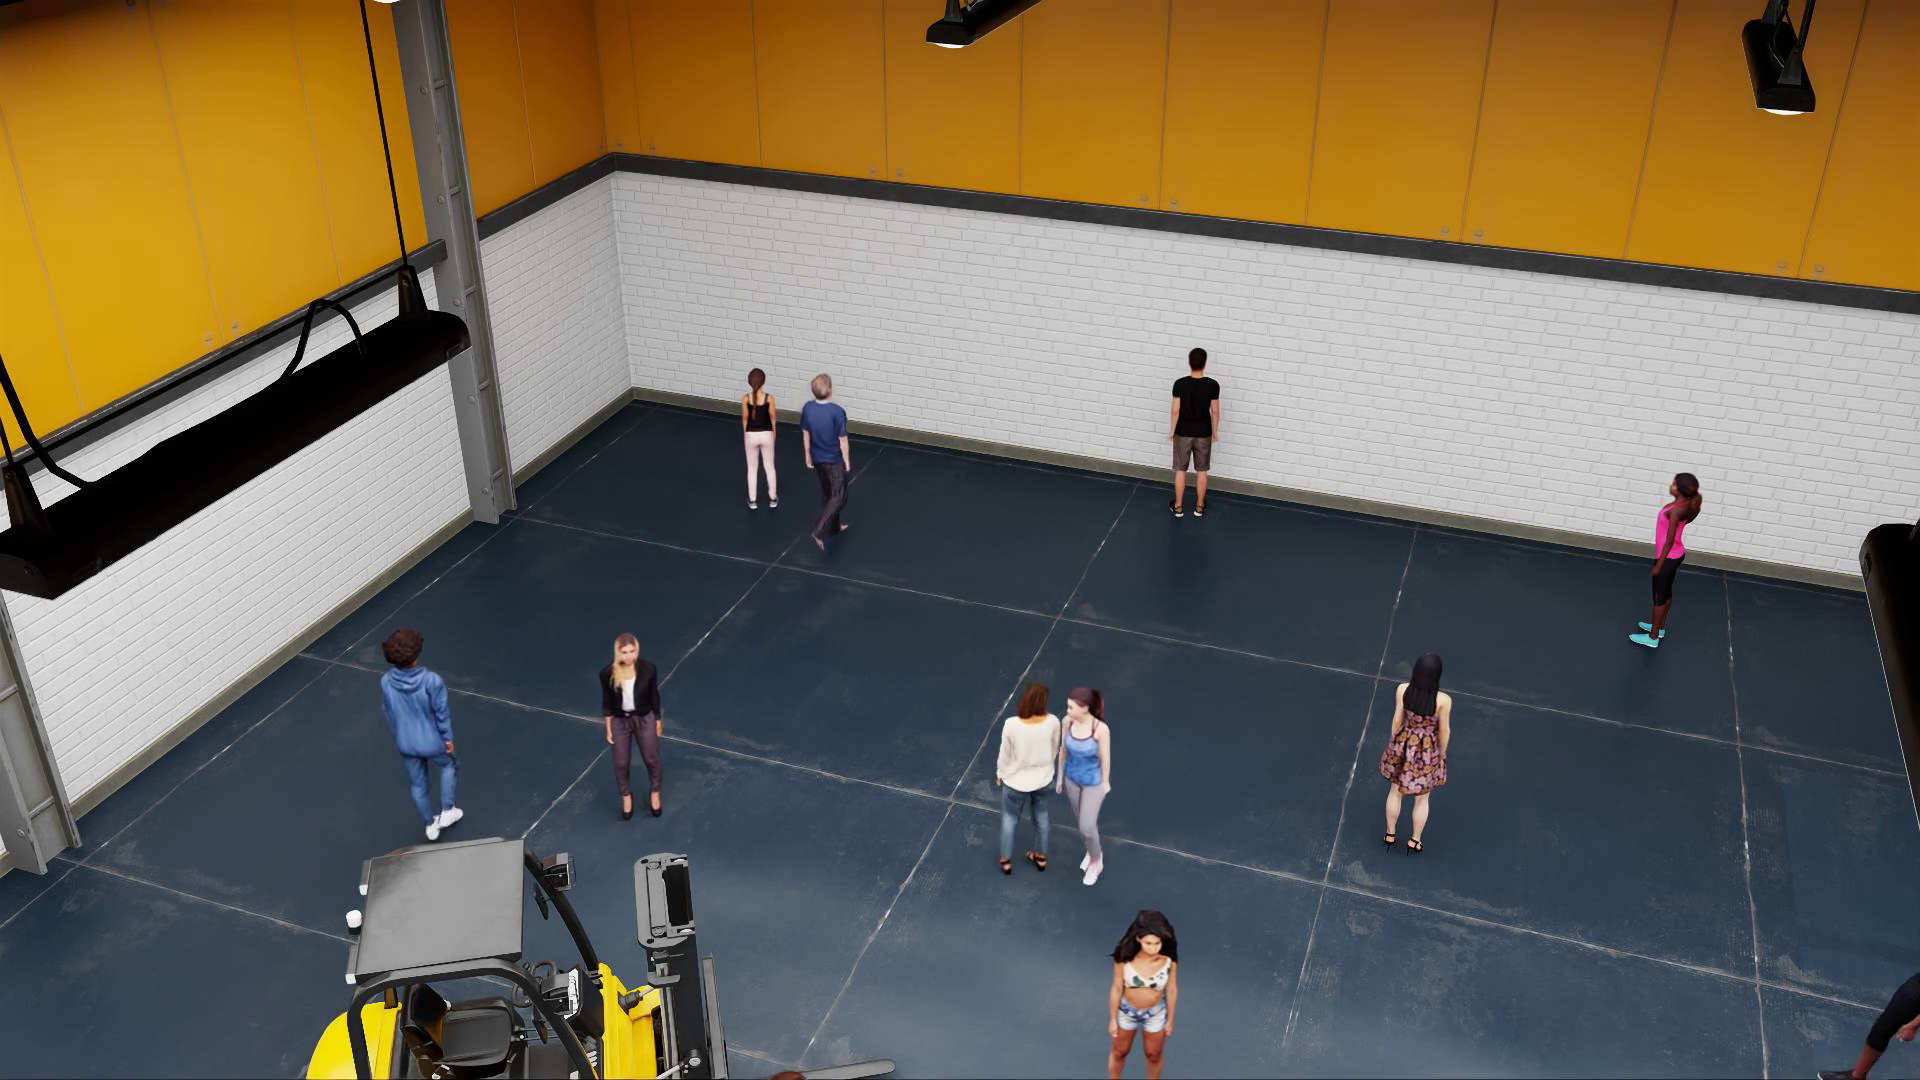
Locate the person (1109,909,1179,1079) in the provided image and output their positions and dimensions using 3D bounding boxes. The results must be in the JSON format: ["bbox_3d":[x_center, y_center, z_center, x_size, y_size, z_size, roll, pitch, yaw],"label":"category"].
[{"bbox_3d":[1.110,2.903,10.178,0.631,1.621,0.647,2,29,3],"label":"person"}]

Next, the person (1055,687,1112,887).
[{"bbox_3d":[0.962,1.751,12.323,0.702,1.588,0.737,21,35,33],"label":"person"}]

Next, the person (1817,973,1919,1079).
[{"bbox_3d":[6.034,2.858,10.136,0.772,1.740,0.917,3,29,6],"label":"person"}]

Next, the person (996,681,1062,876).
[{"bbox_3d":[0.545,1.764,12.211,0.734,1.672,0.751,-8,30,-14],"label":"person"}]

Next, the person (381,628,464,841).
[{"bbox_3d":[-4.084,1.520,12.529,0.772,1.796,0.746,1,29,2],"label":"person"}]

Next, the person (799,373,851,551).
[{"bbox_3d":[-1.348,-0.756,16.642,0.771,1.854,1.026,15,32,25],"label":"person"}]

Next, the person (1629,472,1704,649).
[{"bbox_3d":[6.435,0.166,15.089,0.679,1.722,0.576,21,35,33],"label":"person"}]

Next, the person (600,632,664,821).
[{"bbox_3d":[-2.520,1.428,12.831,0.672,1.668,0.680,-4,29,-8],"label":"person"}]

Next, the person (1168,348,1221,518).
[{"bbox_3d":[2.423,-1.115,17.296,0.749,1.858,0.697,1,29,2],"label":"person"}]

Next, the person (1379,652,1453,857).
[{"bbox_3d":[3.405,1.595,12.415,0.688,1.774,0.693,14,31,23],"label":"person"}]

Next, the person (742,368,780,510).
[{"bbox_3d":[-2.113,-1.074,17.529,0.584,1.562,0.617,-4,29,-8],"label":"person"}]
